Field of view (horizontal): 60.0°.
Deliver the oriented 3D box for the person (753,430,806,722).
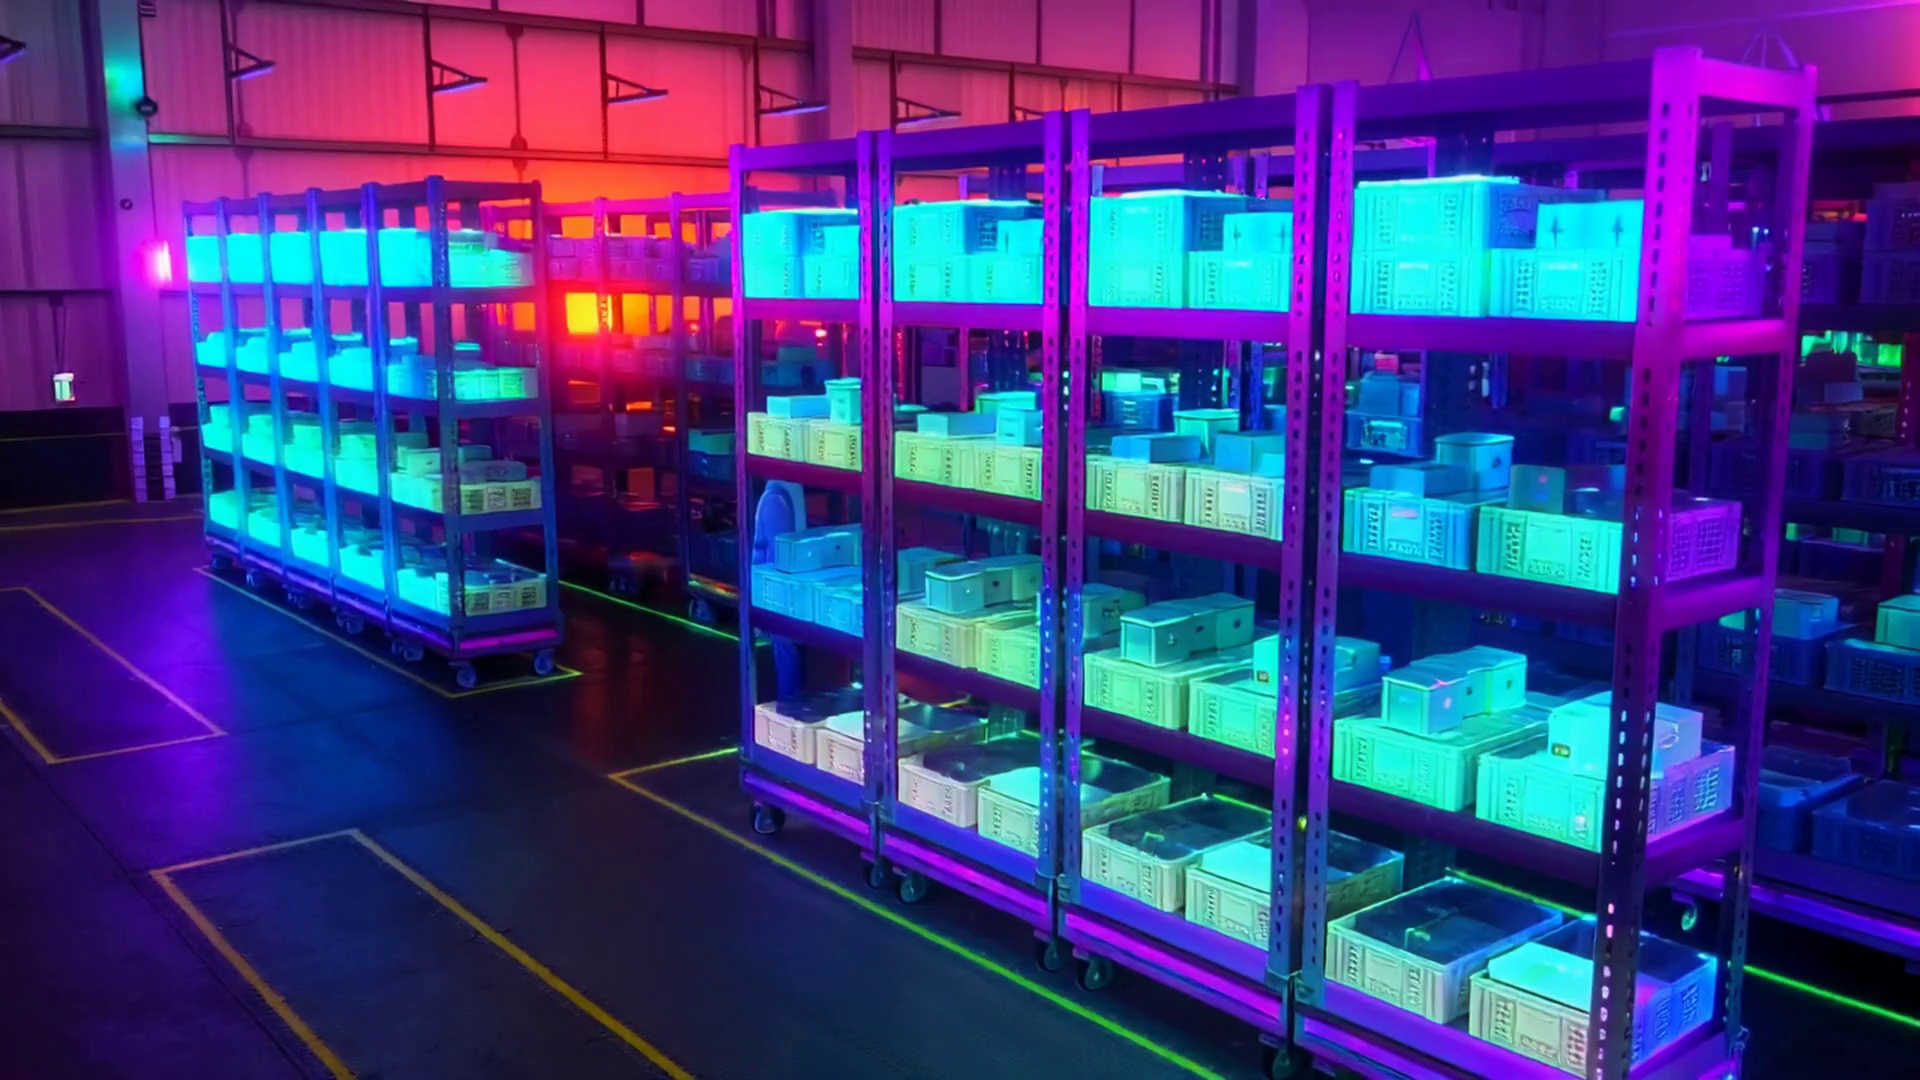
[{"bbox_3d":[-1.195,0.230,10.997,0.396,1.949,0.603,1,9,6],"label":"person"}]
